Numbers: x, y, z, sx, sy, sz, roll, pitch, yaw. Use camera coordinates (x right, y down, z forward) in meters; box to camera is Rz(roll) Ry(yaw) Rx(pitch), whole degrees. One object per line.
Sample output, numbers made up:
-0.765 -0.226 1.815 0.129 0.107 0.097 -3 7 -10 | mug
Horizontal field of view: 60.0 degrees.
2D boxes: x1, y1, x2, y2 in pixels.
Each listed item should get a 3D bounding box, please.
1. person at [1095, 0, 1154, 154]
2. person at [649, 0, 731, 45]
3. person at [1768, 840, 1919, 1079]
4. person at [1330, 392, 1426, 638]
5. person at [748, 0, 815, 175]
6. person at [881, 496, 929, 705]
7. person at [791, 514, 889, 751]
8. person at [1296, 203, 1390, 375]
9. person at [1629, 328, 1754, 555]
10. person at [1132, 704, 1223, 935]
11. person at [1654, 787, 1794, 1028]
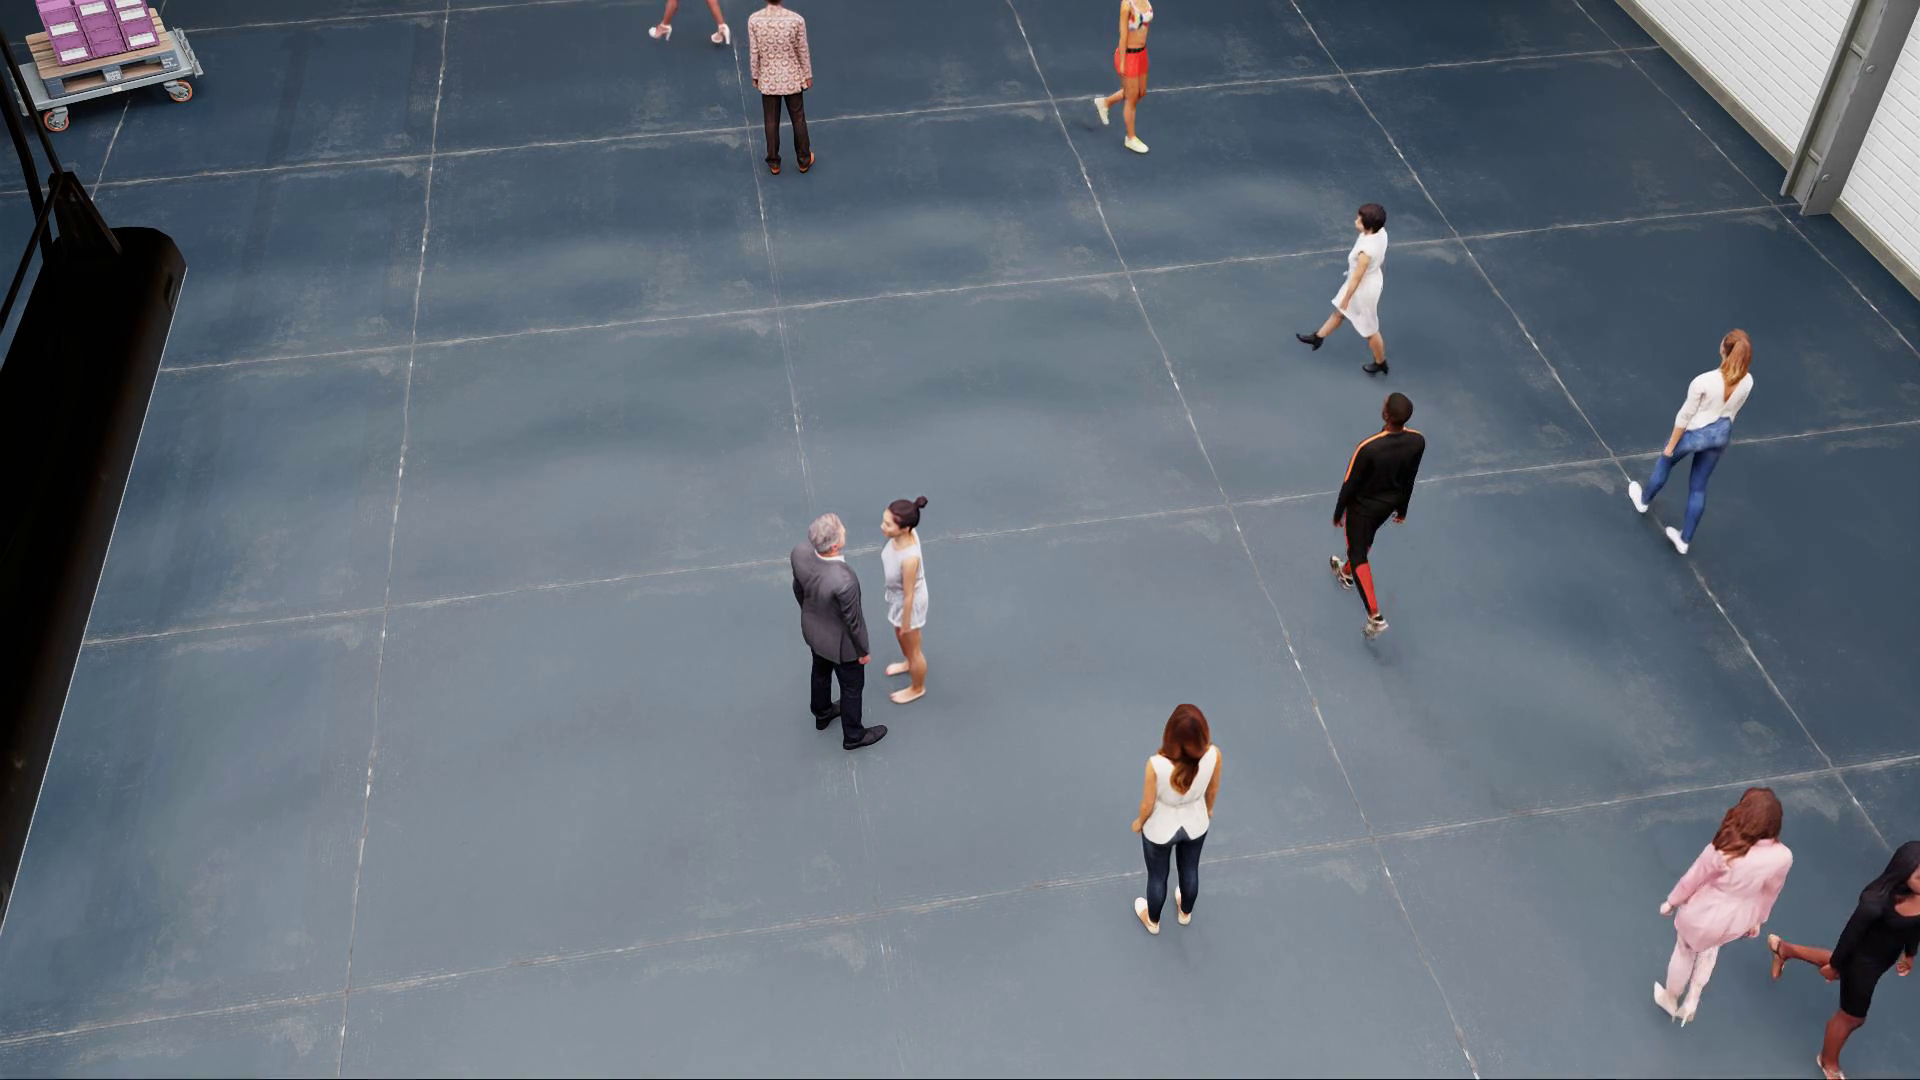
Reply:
1.505 -4.410 15.157 0.986 1.777 0.891 31 52 28 | person
-2.623 -5.719 16.558 0.957 1.740 1.074 12 45 12 | person
4.555 2.042 8.440 0.764 1.700 1.134 -15 46 -15 | person
2.694 -0.160 10.693 0.700 1.779 1.148 -10 45 -11 | person
-1.596 -4.120 14.829 0.728 1.808 0.632 -1 44 -1 | person
-0.325 0.347 10.279 0.618 1.616 0.447 -8 44 -8 | person
-0.743 0.535 9.918 0.765 1.842 0.865 33 53 30 | person
3.156 -1.858 12.676 1.000 1.503 1.011 22 48 21 | person
5.033 -0.621 11.237 0.679 1.696 0.927 -4 44 -4 | person
1.165 1.526 8.921 0.596 1.782 0.519 -8 44 -9 | person
3.864 1.980 8.442 0.711 1.786 0.739 4 44 4 | person
